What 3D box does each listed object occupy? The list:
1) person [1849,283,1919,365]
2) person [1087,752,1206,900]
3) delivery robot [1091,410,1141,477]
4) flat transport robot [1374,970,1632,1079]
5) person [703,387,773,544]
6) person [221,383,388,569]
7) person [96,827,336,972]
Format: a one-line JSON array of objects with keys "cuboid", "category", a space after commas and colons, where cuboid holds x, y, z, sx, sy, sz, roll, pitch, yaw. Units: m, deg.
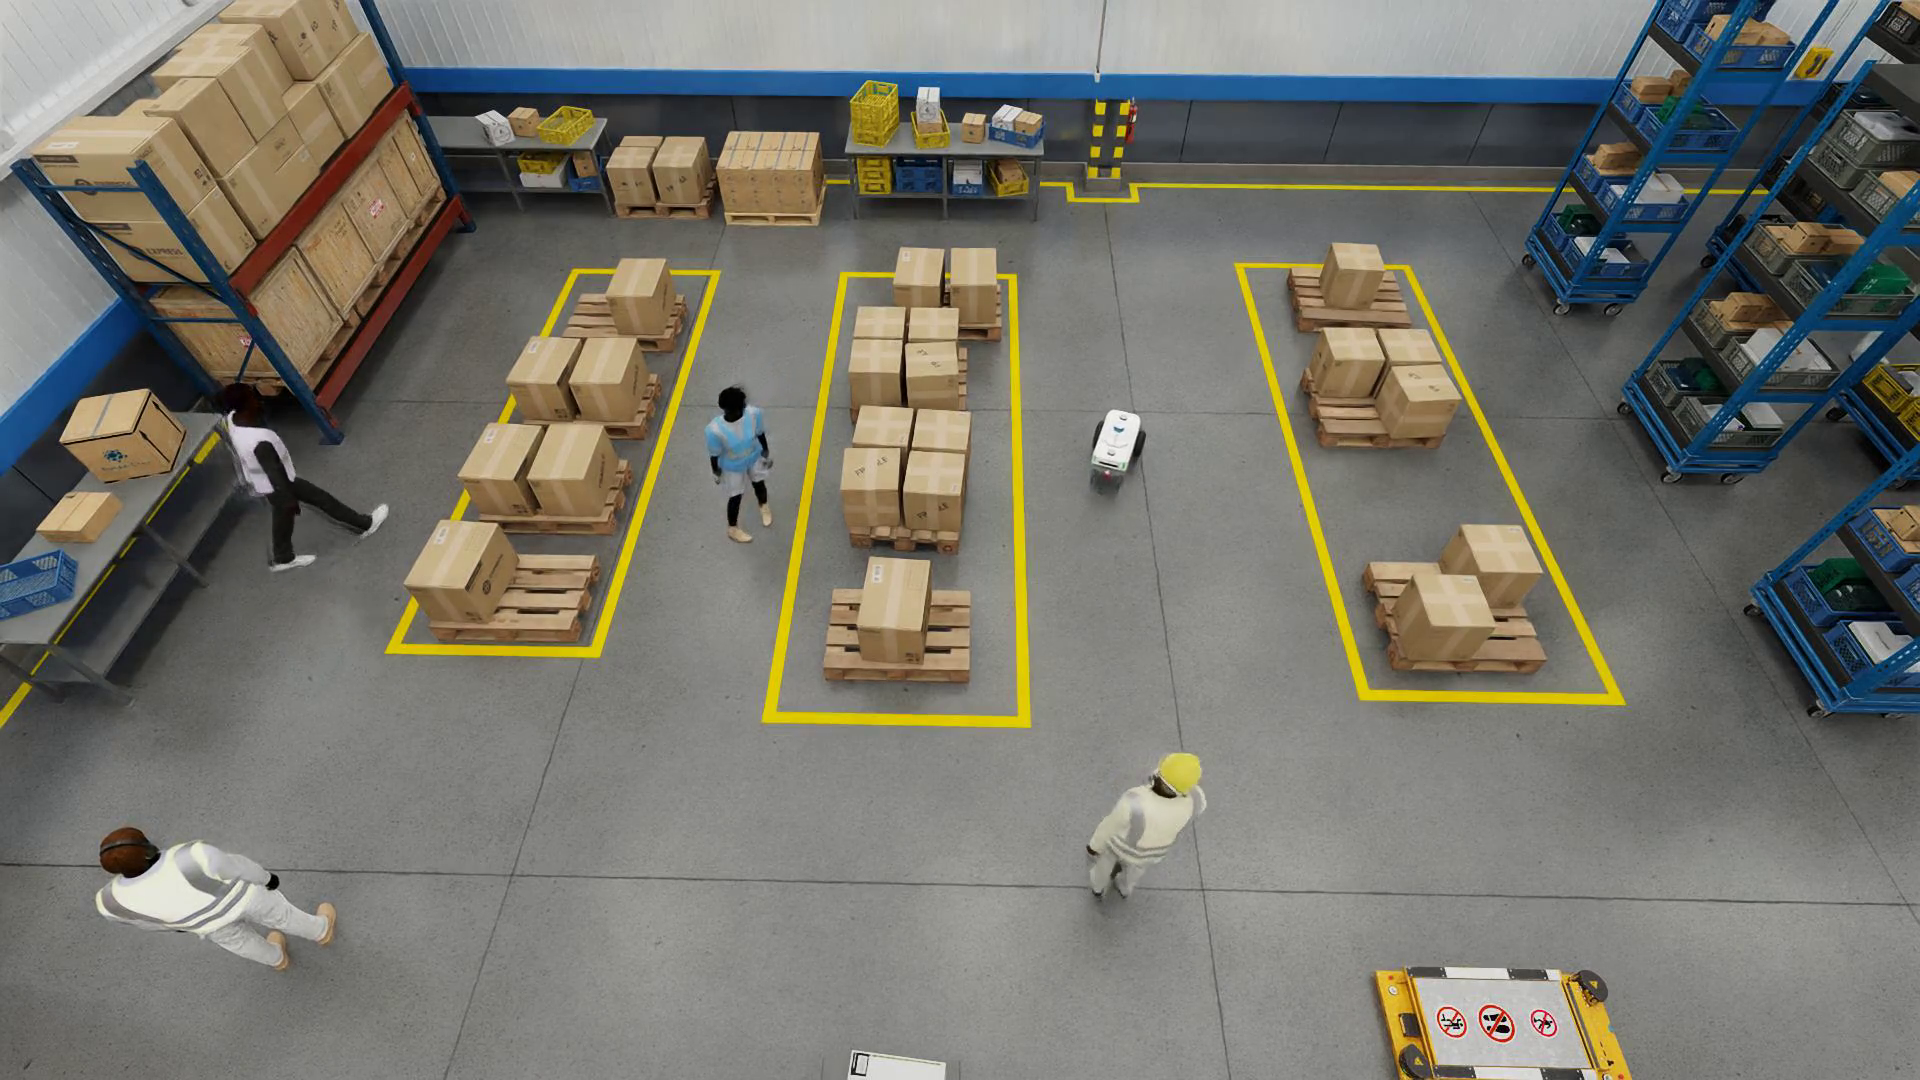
[{"cuboid": [10.187, -2.536, 9.659, 0.515, 1.636, 0.314, -9, 51, -7], "category": "person"}, {"cuboid": [1.164, 1.909, 5.950, 0.683, 1.787, 0.416, -6, 51, -5], "category": "person"}, {"cuboid": [1.537, -0.958, 9.009, 0.477, 0.478, 0.707, 15, 52, 12], "category": "delivery robot"}, {"cuboid": [3.501, 3.133, 5.914, 1.431, 0.197, 0.652, 1, 51, 1], "category": "flat transport robot"}, {"cuboid": [-1.954, -0.697, 8.130, 0.559, 1.681, 0.350, -34, 58, -25], "category": "person"}, {"cuboid": [-5.838, -0.517, 7.880, 0.641, 1.866, 1.029, 32, 58, 24], "category": "person"}, {"cuboid": [-4.578, 2.214, 5.656, 0.619, 1.845, 0.430, -26, 56, -20], "category": "person"}]
